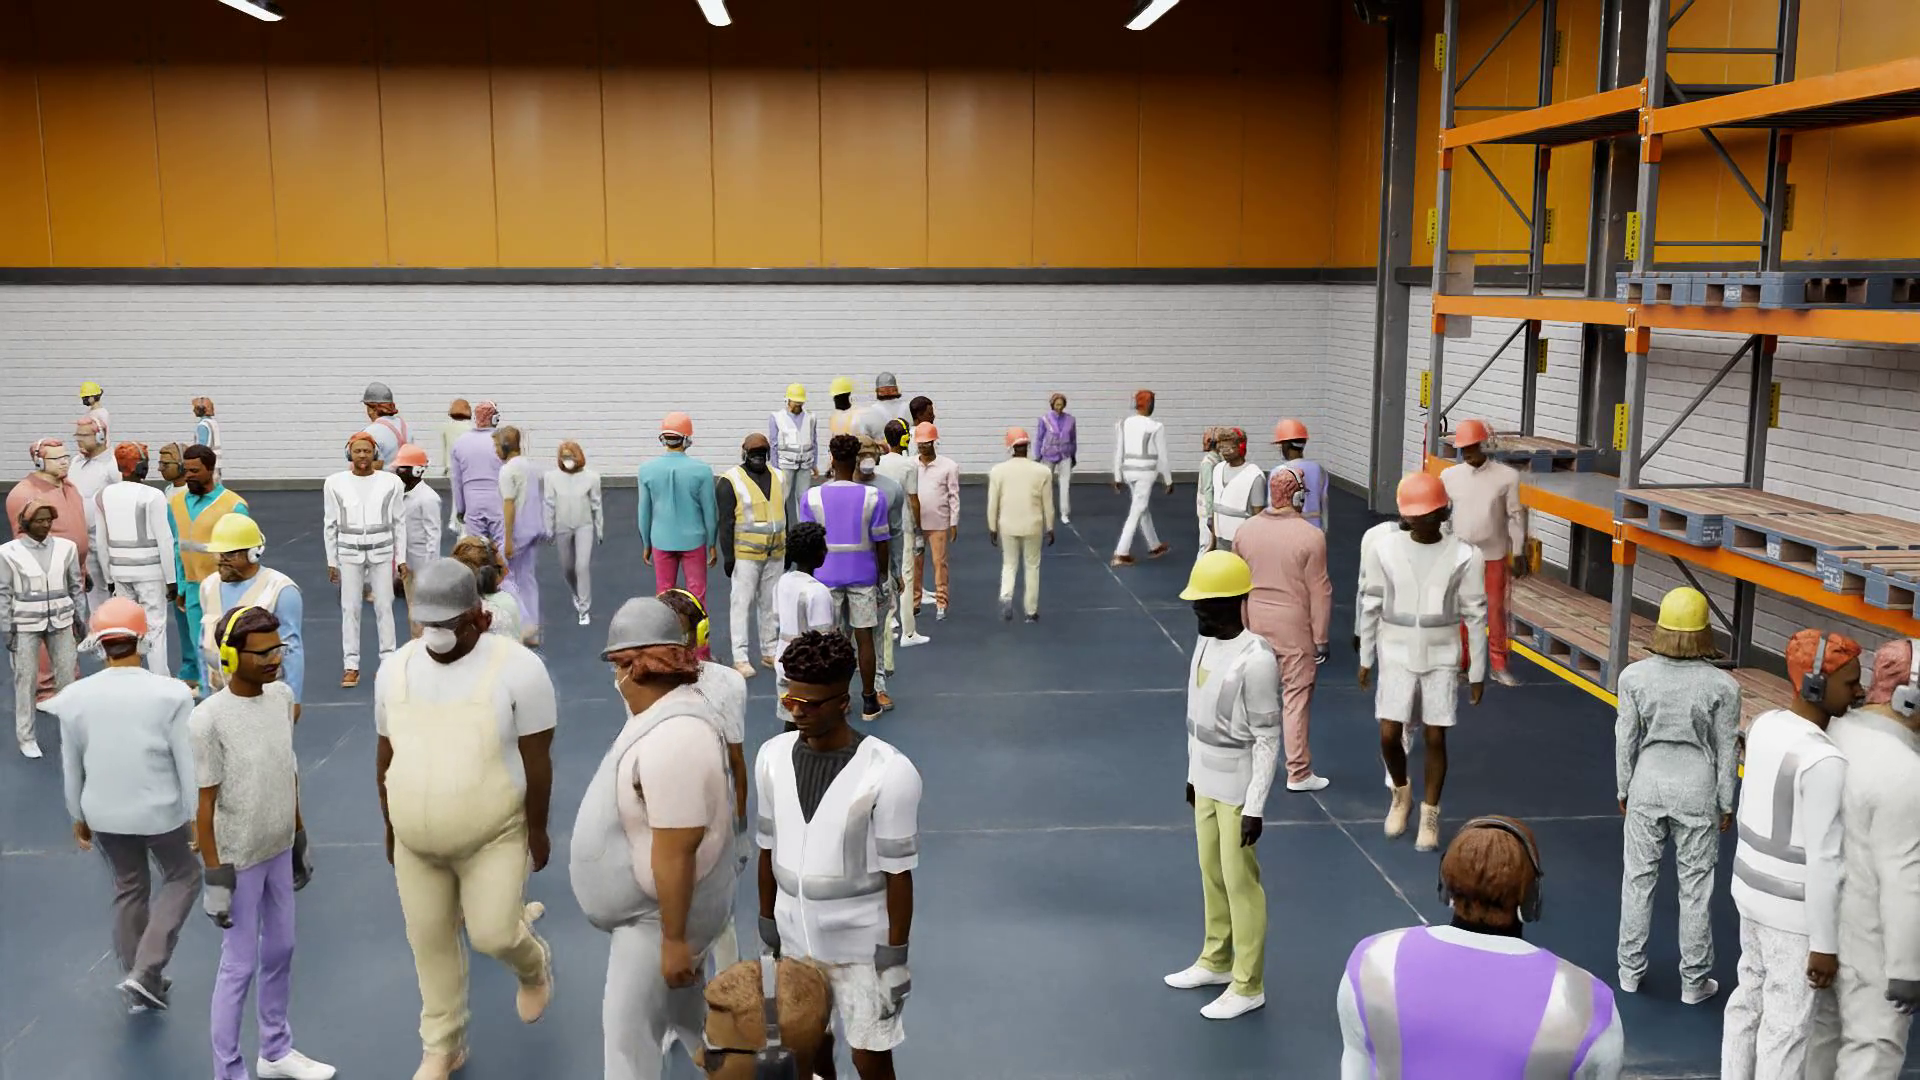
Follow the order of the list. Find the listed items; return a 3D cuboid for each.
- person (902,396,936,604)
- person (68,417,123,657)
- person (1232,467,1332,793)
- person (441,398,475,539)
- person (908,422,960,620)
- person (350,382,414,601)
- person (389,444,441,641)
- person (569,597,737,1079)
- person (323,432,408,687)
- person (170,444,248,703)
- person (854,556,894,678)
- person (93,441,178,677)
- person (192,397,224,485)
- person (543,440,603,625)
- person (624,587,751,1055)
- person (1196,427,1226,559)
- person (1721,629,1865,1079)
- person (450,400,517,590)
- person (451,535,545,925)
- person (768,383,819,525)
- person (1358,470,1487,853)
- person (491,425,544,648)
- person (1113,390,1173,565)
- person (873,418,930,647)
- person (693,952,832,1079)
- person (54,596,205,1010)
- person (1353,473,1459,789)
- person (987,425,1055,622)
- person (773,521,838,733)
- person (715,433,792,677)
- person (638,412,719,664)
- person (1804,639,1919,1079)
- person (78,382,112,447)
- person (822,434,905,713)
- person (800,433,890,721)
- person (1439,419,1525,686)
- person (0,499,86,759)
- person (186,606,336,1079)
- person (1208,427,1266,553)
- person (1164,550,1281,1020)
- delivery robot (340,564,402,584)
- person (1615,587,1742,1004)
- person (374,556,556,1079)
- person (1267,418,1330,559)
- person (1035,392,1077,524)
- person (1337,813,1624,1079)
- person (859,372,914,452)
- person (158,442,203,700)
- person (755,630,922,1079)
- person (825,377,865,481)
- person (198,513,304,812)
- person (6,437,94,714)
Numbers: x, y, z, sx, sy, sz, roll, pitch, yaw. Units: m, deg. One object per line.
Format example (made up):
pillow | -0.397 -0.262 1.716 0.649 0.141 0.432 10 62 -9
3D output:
person | -0.389 -0.373 15.382 0.392 1.920 0.588 0 9 -2
person | -6.872 -0.029 13.262 0.643 1.909 0.410 4 10 23
person | 1.916 0.523 9.792 0.639 1.910 0.406 9 13 44
person | -5.707 -0.817 19.082 0.553 1.622 0.323 5 11 31
person | -0.288 -0.167 14.603 0.573 1.750 0.332 2 9 14
person | -5.420 -0.458 15.535 0.538 2.000 0.682 2 9 10
person | -4.150 0.140 12.664 0.322 1.756 0.560 -8 12 -42
person | -1.026 1.141 5.491 0.711 2.000 0.711 -2 9 -11
person | -4.376 0.140 12.268 0.573 1.885 0.355 -3 10 -19
person | -4.993 0.308 11.132 0.584 1.912 0.380 3 10 20
person | -0.700 0.186 12.453 0.392 1.728 0.595 -3 9 -16
person | -5.702 0.252 11.572 0.575 1.883 0.355 2 9 12
person | -8.642 -0.829 19.148 0.313 1.633 0.518 -2 9 -11
person | -3.397 -0.095 14.663 0.506 1.605 0.752 -1 9 -5
person | -1.047 1.093 6.380 0.501 1.862 0.328 1 9 8
person | 2.322 -0.220 15.295 0.307 1.641 0.513 3 9 16
person | 2.740 1.222 5.482 0.358 1.881 0.574 1 9 4
person | -4.235 -0.307 15.005 0.651 1.906 0.402 1 9 6
person | -2.214 0.892 7.686 0.507 1.840 0.344 5 10 27
person | -1.855 -0.853 18.692 0.586 1.825 0.403 -5 10 -29
person | 2.414 0.636 8.703 0.647 2.024 0.427 4 10 21
person | -3.583 -0.015 13.462 0.423 1.814 0.547 2 9 14
person | 1.930 -0.660 17.471 1.005 1.832 0.598 -9 13 -44
person | -0.503 -0.064 13.596 0.510 1.872 0.329 6 11 32
person | -0.252 1.636 3.113 0.864 1.818 0.517 -1 9 -7
person | -3.345 1.087 6.773 0.587 1.728 0.405 0 9 2
person | 2.704 0.493 10.076 0.606 1.882 0.878 2 9 12
person | 0.528 -0.122 14.403 0.588 1.729 0.509 2 9 11
person | -0.834 0.736 9.114 0.318 1.697 0.535 -6 11 -34
person | -1.534 0.105 12.626 0.633 1.841 0.429 -8 12 -43
person | -2.133 0.022 12.661 0.609 1.995 0.378 1 9 4
person | 2.930 1.242 5.332 0.397 1.895 0.655 1 9 7
person | -10.348 -1.019 19.951 0.525 1.761 0.338 8 12 41
person | -0.674 0.230 11.531 0.627 1.940 0.371 -3 10 -20
person | -0.779 0.255 11.286 0.612 1.964 0.364 0 9 -3
person | 3.876 0.106 12.281 0.736 1.968 0.409 5 10 28
person | -5.780 0.551 10.487 0.312 1.633 0.517 8 12 40
person | -2.547 1.150 6.006 0.313 1.861 0.511 3 9 18
person | 2.189 0.025 13.131 0.397 1.839 0.564 -5 10 -29
person | 1.069 0.990 6.804 0.382 1.922 0.594 -3 9 -17
delivery robot | -5.440 0.219 15.642 0.707 0.478 0.477 -8 12 -42
person | 2.984 1.057 6.944 0.486 1.746 0.290 6 11 32
person | -1.864 1.022 6.240 0.696 2.000 0.662 1 9 8
person | 2.599 0.013 12.978 0.584 1.918 0.435 -6 11 -31
person | 1.157 -1.033 20.493 0.556 1.605 0.705 -3 9 -16
person | 1.161 1.522 3.774 0.623 1.836 0.431 5 10 30
person | -0.765 -0.762 17.442 0.676 2.000 0.536 -4 10 -22
person | -5.536 0.219 11.898 0.510 1.846 0.341 7 11 35
person | -0.397 1.233 5.197 0.599 1.958 0.376 5 10 30
person | -1.226 -0.848 18.391 0.624 1.902 0.485 9 12 43
person | -3.651 0.762 8.557 0.604 1.827 0.403 3 9 17
person | -6.270 0.239 11.573 0.405 1.911 0.636 1 9 6
